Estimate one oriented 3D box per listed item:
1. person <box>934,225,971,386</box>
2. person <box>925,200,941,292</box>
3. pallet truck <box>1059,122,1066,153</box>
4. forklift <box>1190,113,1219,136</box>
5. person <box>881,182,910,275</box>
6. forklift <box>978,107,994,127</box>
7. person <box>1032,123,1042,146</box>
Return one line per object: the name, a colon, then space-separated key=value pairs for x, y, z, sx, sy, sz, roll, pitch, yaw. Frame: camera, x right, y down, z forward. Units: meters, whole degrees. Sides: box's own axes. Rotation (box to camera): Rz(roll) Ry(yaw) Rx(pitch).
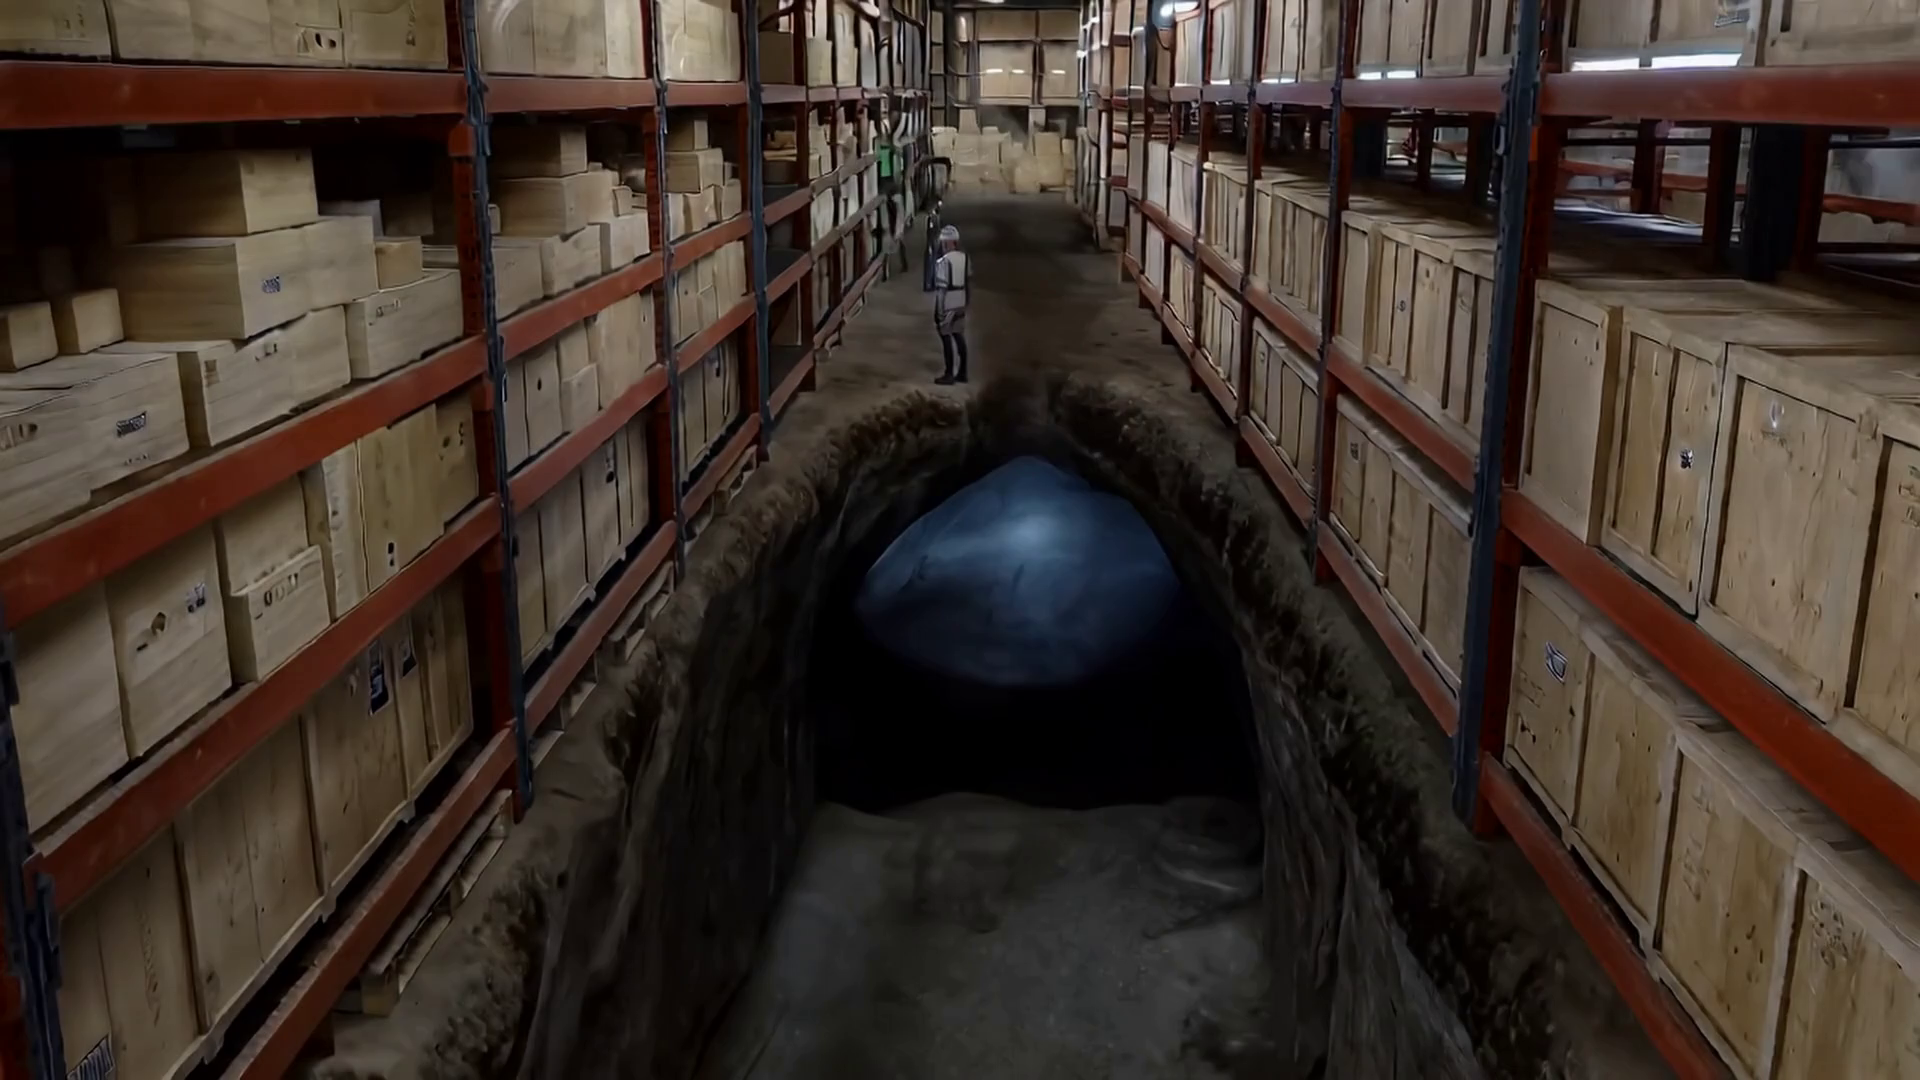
person: x=-0.119 y=-2.840 z=20.175 sx=0.383 sy=1.929 sz=0.538 roll=12 pitch=19 yaw=39
person: x=-0.473 y=-5.238 z=29.665 sx=0.280 sy=1.625 sz=0.493 roll=7 pitch=17 yaw=24
pallet truck: x=5.788 y=-21.111 z=88.014 sx=1.885 sy=1.965 sz=0.823 roll=5 pitch=16 yaw=18
forklift: x=8.080 y=-12.772 z=55.312 sx=1.129 sy=2.768 sz=1.873 roll=0 pitch=15 yaw=2
person: x=-1.388 y=-6.003 z=32.183 sx=0.886 sy=1.787 sz=0.730 roll=0 pitch=15 yaw=1
forklift: x=1.279 y=-19.868 z=81.714 sx=1.873 sy=2.768 sz=1.129 roll=-11 pitch=18 yaw=-34
person: x=4.075 y=-20.942 z=87.520 sx=0.596 sy=1.927 sz=0.372 roll=5 pitch=16 yaw=19
